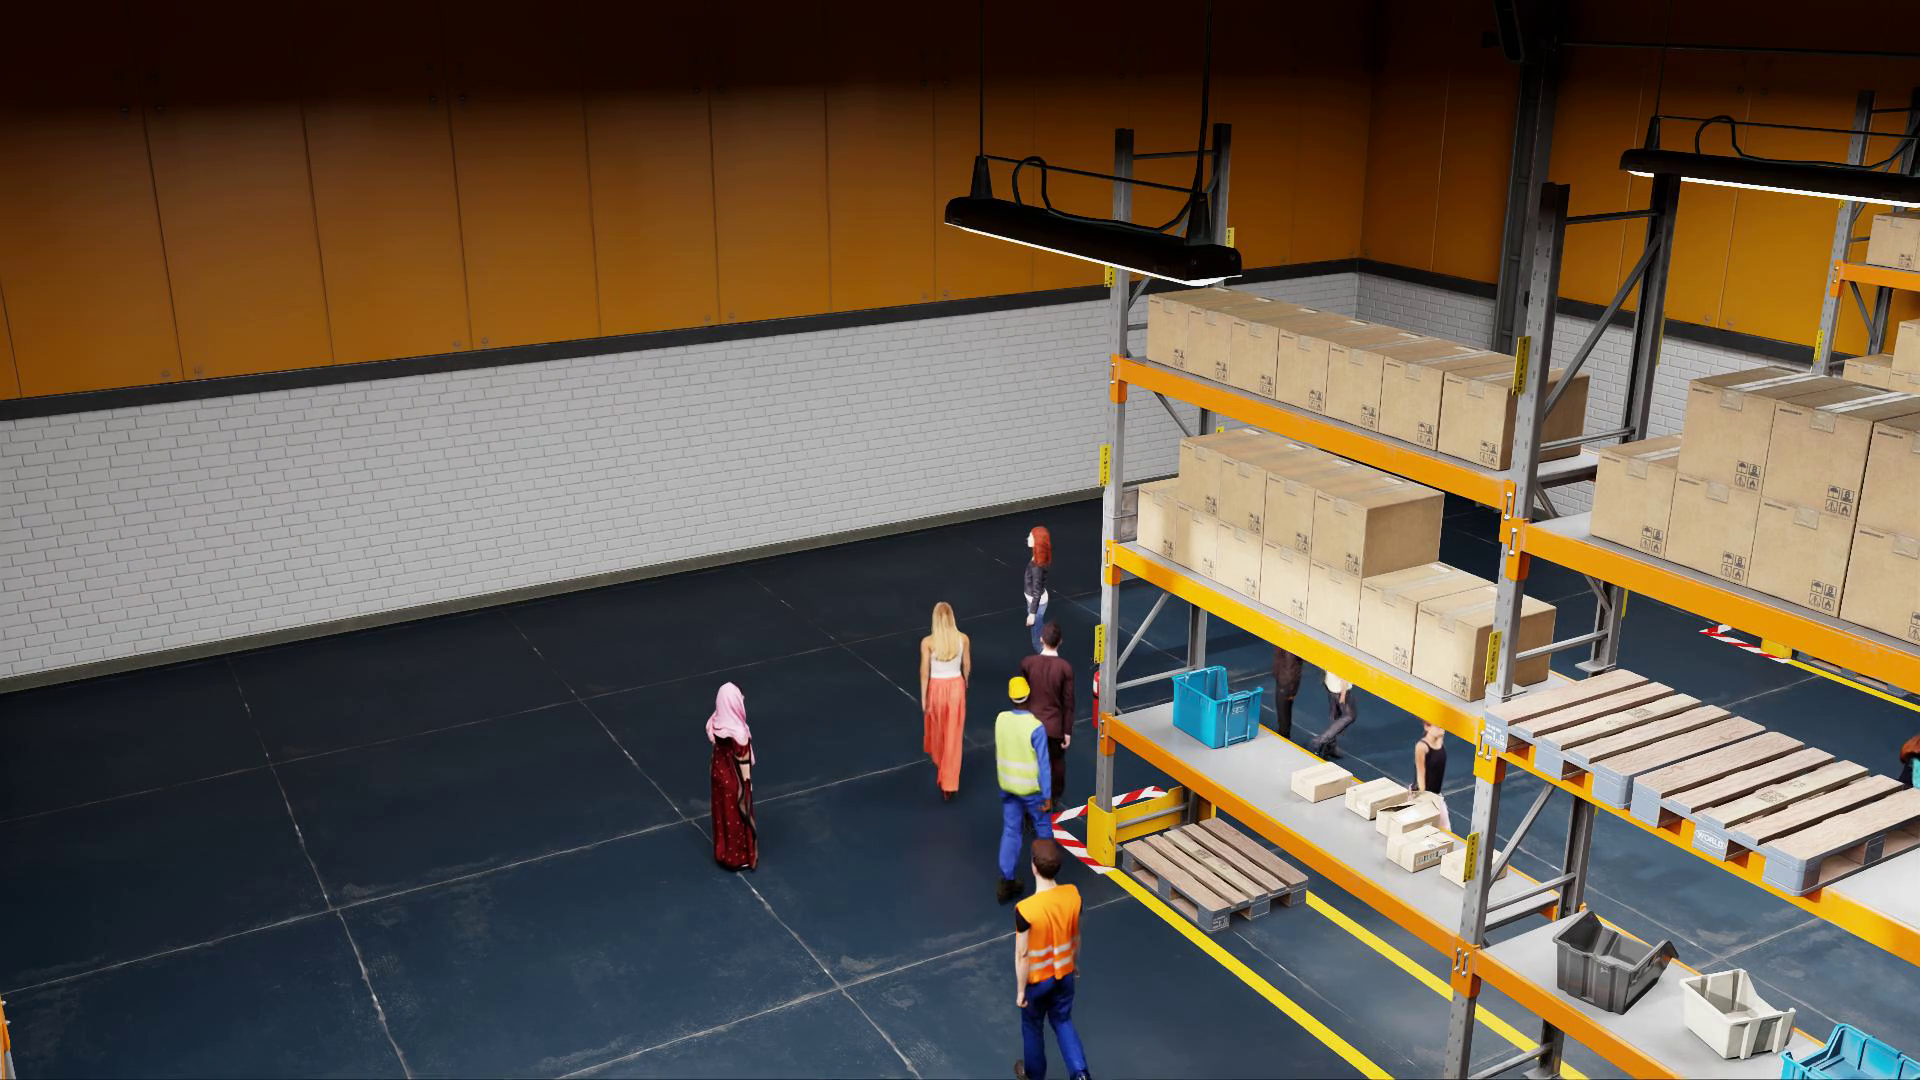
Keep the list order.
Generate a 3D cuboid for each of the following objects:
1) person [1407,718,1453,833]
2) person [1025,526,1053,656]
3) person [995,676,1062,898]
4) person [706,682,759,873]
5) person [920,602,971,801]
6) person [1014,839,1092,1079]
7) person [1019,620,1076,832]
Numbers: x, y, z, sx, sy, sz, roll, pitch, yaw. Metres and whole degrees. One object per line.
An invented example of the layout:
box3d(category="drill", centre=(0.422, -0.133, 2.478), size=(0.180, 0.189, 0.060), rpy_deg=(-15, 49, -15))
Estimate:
box3d(category="person", centre=(3.722, 2.066, 13.475), size=(0.540, 1.550, 0.577), rpy_deg=(-14, 23, -35))
box3d(category="person", centre=(0.790, 0.704, 17.147), size=(0.729, 1.787, 0.647), rpy_deg=(1, 19, 4))
box3d(category="person", centre=(0.448, 2.011, 13.310), size=(1.211, 1.760, 1.144), rpy_deg=(12, 22, 32))
box3d(category="person", centre=(-1.885, 1.945, 13.716), size=(0.763, 1.624, 0.568), rpy_deg=(-13, 23, -34))
box3d(category="person", centre=(-0.113, 1.477, 14.911), size=(1.004, 1.749, 1.318), rpy_deg=(-1, 19, -4))
box3d(category="person", centre=(0.614, 2.830, 10.698), size=(0.685, 1.874, 1.019), rpy_deg=(-10, 21, -27))
box3d(category="person", centre=(0.717, 1.633, 14.318), size=(1.130, 1.833, 1.230), rpy_deg=(4, 19, 12))
